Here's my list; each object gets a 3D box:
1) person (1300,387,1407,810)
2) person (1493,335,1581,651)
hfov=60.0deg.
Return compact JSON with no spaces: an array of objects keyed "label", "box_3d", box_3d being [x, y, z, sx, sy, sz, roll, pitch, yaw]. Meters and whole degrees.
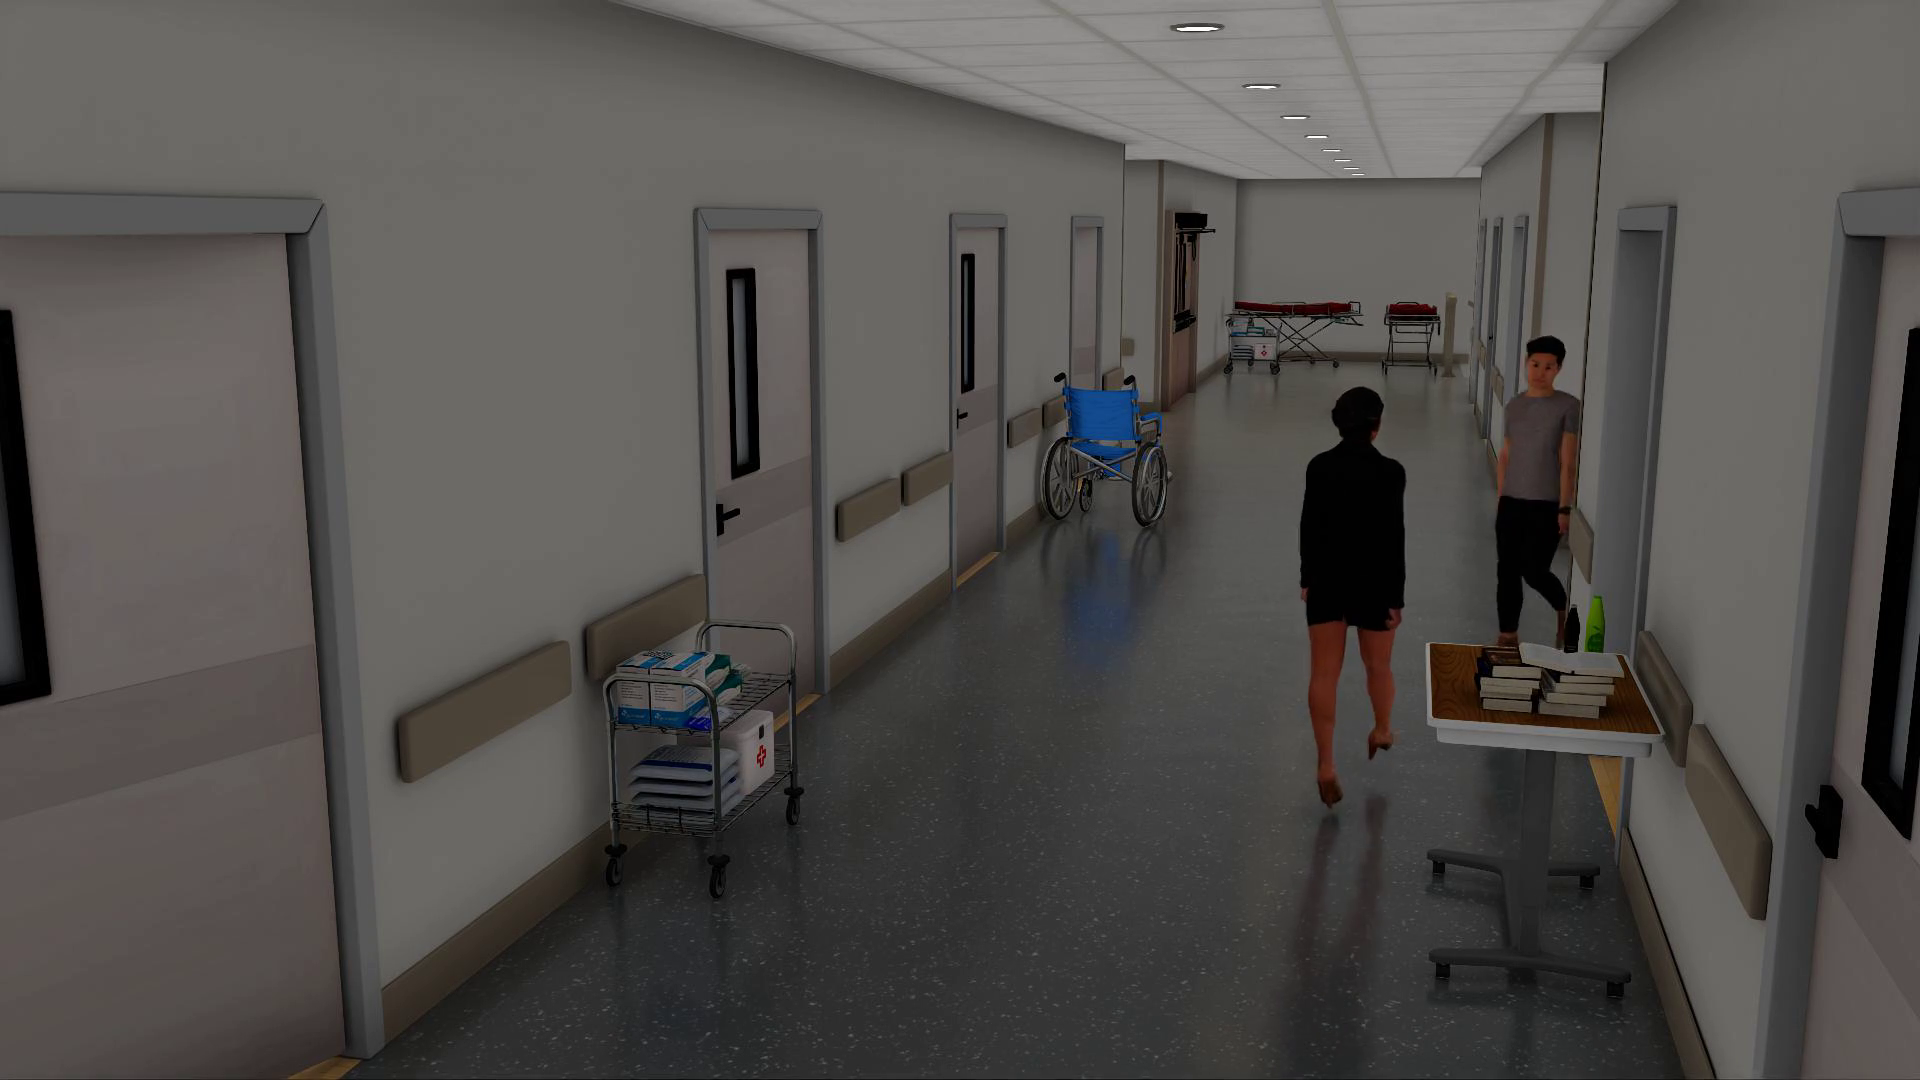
[{"label":"person","box_3d":[1.479,0.254,6.374,0.709,1.606,1.039,5,12,25]},{"label":"person","box_3d":[2.983,-0.189,8.460,0.935,1.699,0.859,-6,12,-29]}]
